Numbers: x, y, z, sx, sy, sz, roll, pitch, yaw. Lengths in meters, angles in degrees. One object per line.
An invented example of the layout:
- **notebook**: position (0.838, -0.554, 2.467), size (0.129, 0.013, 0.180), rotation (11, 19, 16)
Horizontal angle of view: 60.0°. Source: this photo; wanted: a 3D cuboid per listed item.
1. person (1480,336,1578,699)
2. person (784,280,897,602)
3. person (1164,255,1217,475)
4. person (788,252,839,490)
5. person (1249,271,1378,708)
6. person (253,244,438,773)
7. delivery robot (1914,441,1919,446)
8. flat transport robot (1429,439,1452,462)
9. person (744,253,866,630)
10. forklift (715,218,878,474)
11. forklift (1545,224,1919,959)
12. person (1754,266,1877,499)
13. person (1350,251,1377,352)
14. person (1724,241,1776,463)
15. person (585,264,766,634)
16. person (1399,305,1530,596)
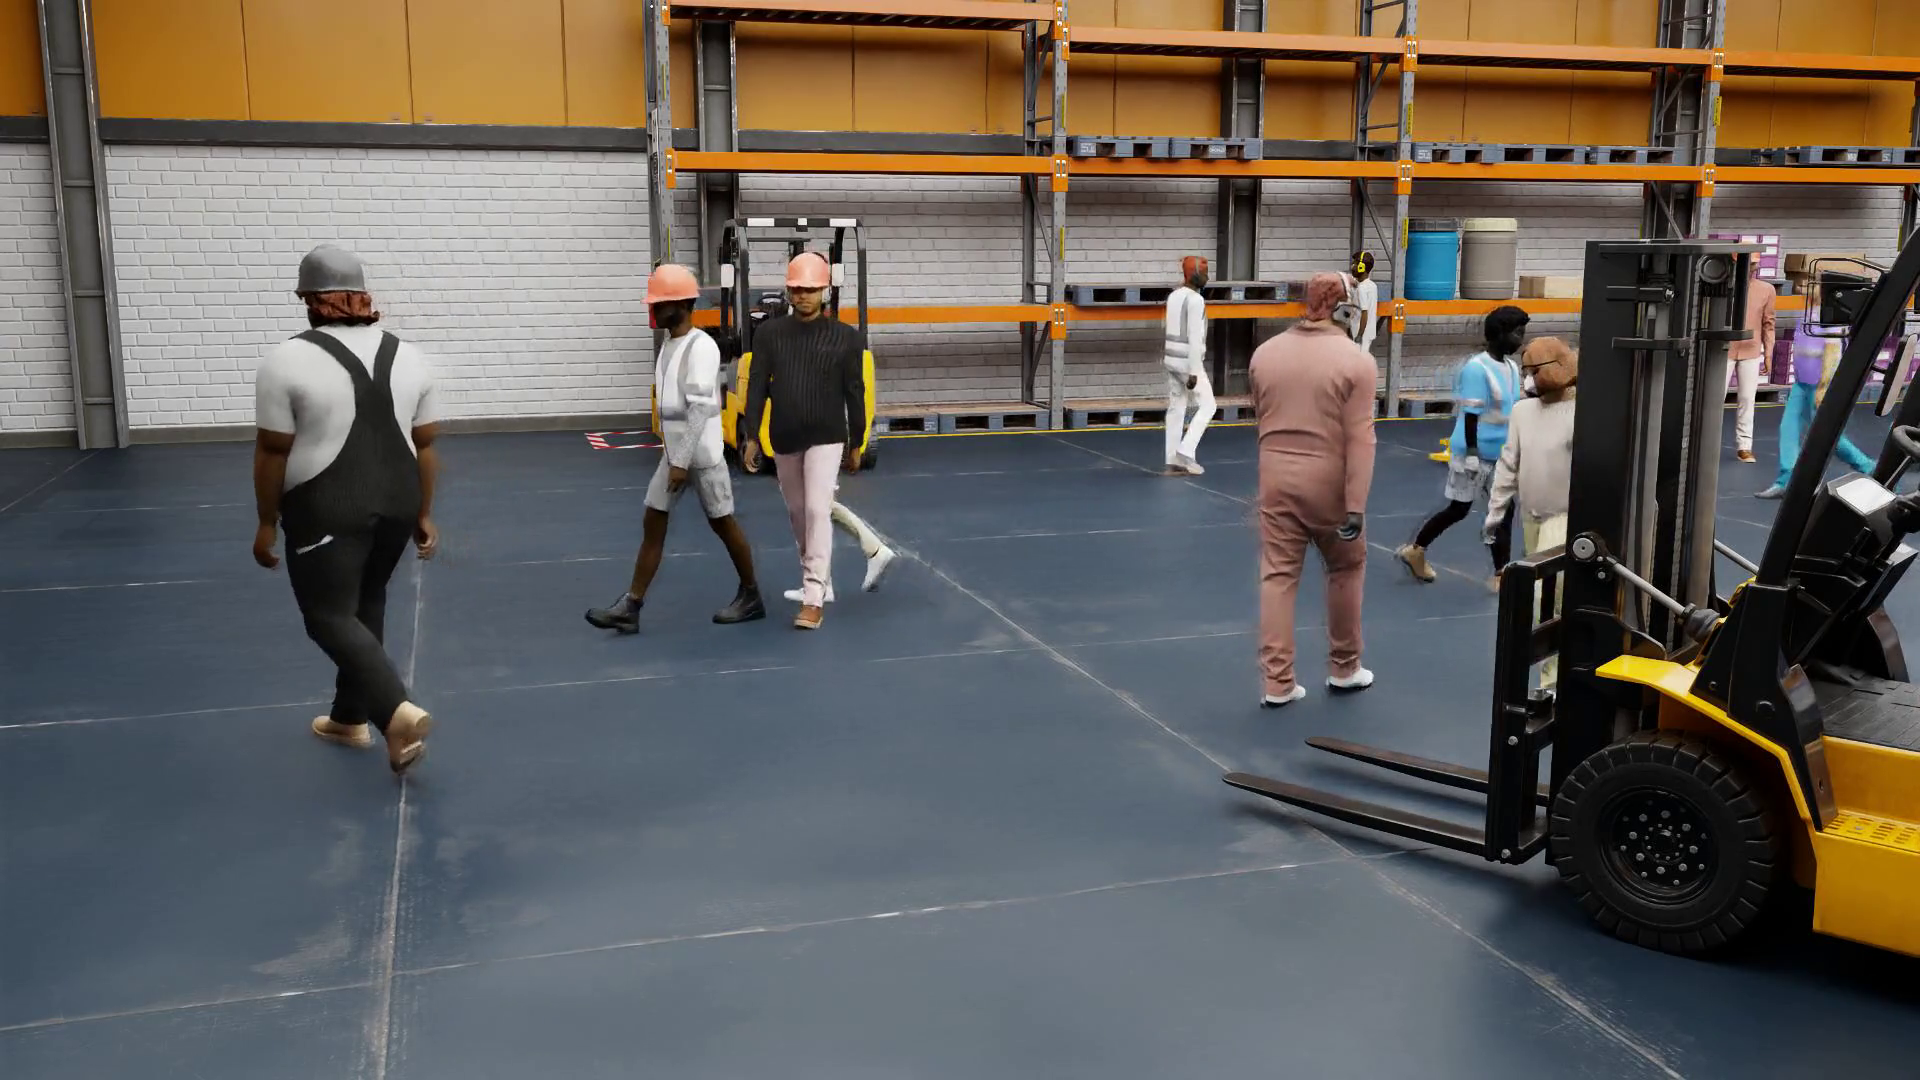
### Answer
- **person**: position (2.475, -0.053, 7.064), size (0.580, 1.604, 0.510), rotation (-4, 11, -21)
- **person**: position (-0.701, -0.554, 9.135), size (0.547, 1.850, 0.536), rotation (3, 11, 18)
- **person**: position (1.930, -1.469, 14.096), size (0.440, 1.864, 0.590), rotation (-5, 11, -24)
- **person**: position (-1.166, -1.334, 13.274), size (0.584, 1.894, 0.621), rotation (-2, 11, -11)
- **person**: position (1.585, -0.225, 7.272), size (0.635, 1.867, 0.804), rotation (8, 13, 38)
- **person**: position (-2.288, -0.140, 6.340), size (0.893, 2.000, 0.687), rotation (7, 13, 35)
- **delivery robot**: position (8.498, -0.948, 14.587), size (0.707, 0.478, 0.477), rotation (-7, 12, -34)
- **flat transport robot**: position (4.944, -0.829, 14.969), size (1.431, 0.197, 0.652), rotation (-8, 13, -36)
- **person**: position (-0.819, -0.560, 8.931), size (0.613, 1.949, 1.035), rotation (2, 11, 10)
- **forklift**: position (-1.522, -1.778, 14.899), size (1.214, 2.155, 2.313), rotation (-3, 11, -17)
- **forklift**: position (2.909, 0.117, 4.508), size (2.313, 2.155, 1.214), rotation (9, 14, 40)
- **person**: position (6.623, -1.184, 12.711), size (0.824, 1.810, 0.593), rotation (0, 10, -2)
- **person**: position (4.222, -2.098, 17.572), size (0.318, 1.860, 0.531), rotation (4, 11, 21)
- **person**: position (6.977, -1.676, 14.920), size (0.617, 1.986, 0.408), rotation (1, 10, 8)
- **person**: position (-1.421, -0.448, 8.485), size (1.009, 1.884, 0.540), rotation (-8, 13, -37)
- **person**: position (2.915, -0.508, 9.443), size (0.541, 1.658, 0.797), rotation (-10, 14, -43)
